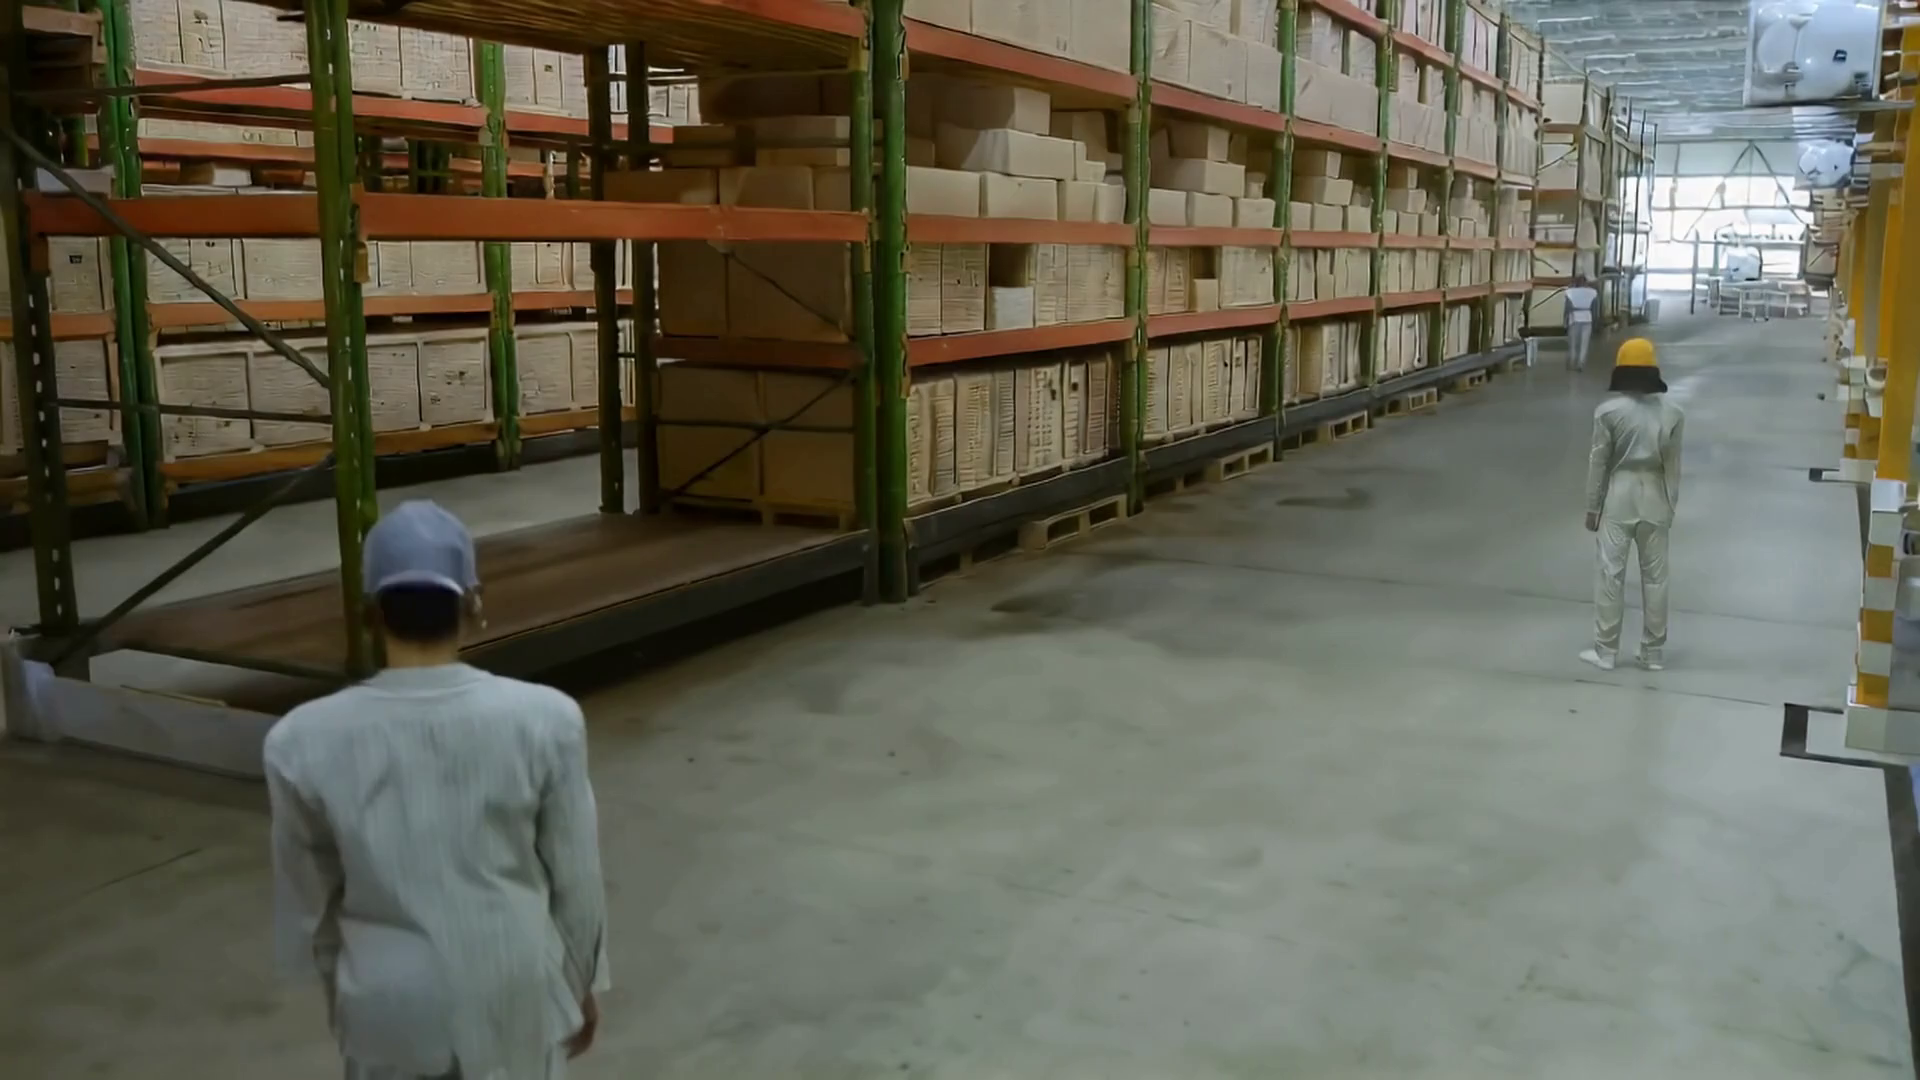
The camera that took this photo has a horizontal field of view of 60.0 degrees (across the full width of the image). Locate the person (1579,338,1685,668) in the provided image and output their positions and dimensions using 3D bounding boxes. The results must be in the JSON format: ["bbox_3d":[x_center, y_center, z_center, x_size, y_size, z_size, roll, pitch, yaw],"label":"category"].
[{"bbox_3d":[3.533,-0.190,8.769,0.488,1.736,0.338,0,10,-2],"label":"person"}]

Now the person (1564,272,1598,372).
[{"bbox_3d":[11.452,-4.011,30.674,0.571,1.813,0.863,4,11,23],"label":"person"}]

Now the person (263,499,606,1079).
[{"bbox_3d":[-0.923,0.795,3.009,0.561,1.750,0.327,-3,10,-16],"label":"person"}]
